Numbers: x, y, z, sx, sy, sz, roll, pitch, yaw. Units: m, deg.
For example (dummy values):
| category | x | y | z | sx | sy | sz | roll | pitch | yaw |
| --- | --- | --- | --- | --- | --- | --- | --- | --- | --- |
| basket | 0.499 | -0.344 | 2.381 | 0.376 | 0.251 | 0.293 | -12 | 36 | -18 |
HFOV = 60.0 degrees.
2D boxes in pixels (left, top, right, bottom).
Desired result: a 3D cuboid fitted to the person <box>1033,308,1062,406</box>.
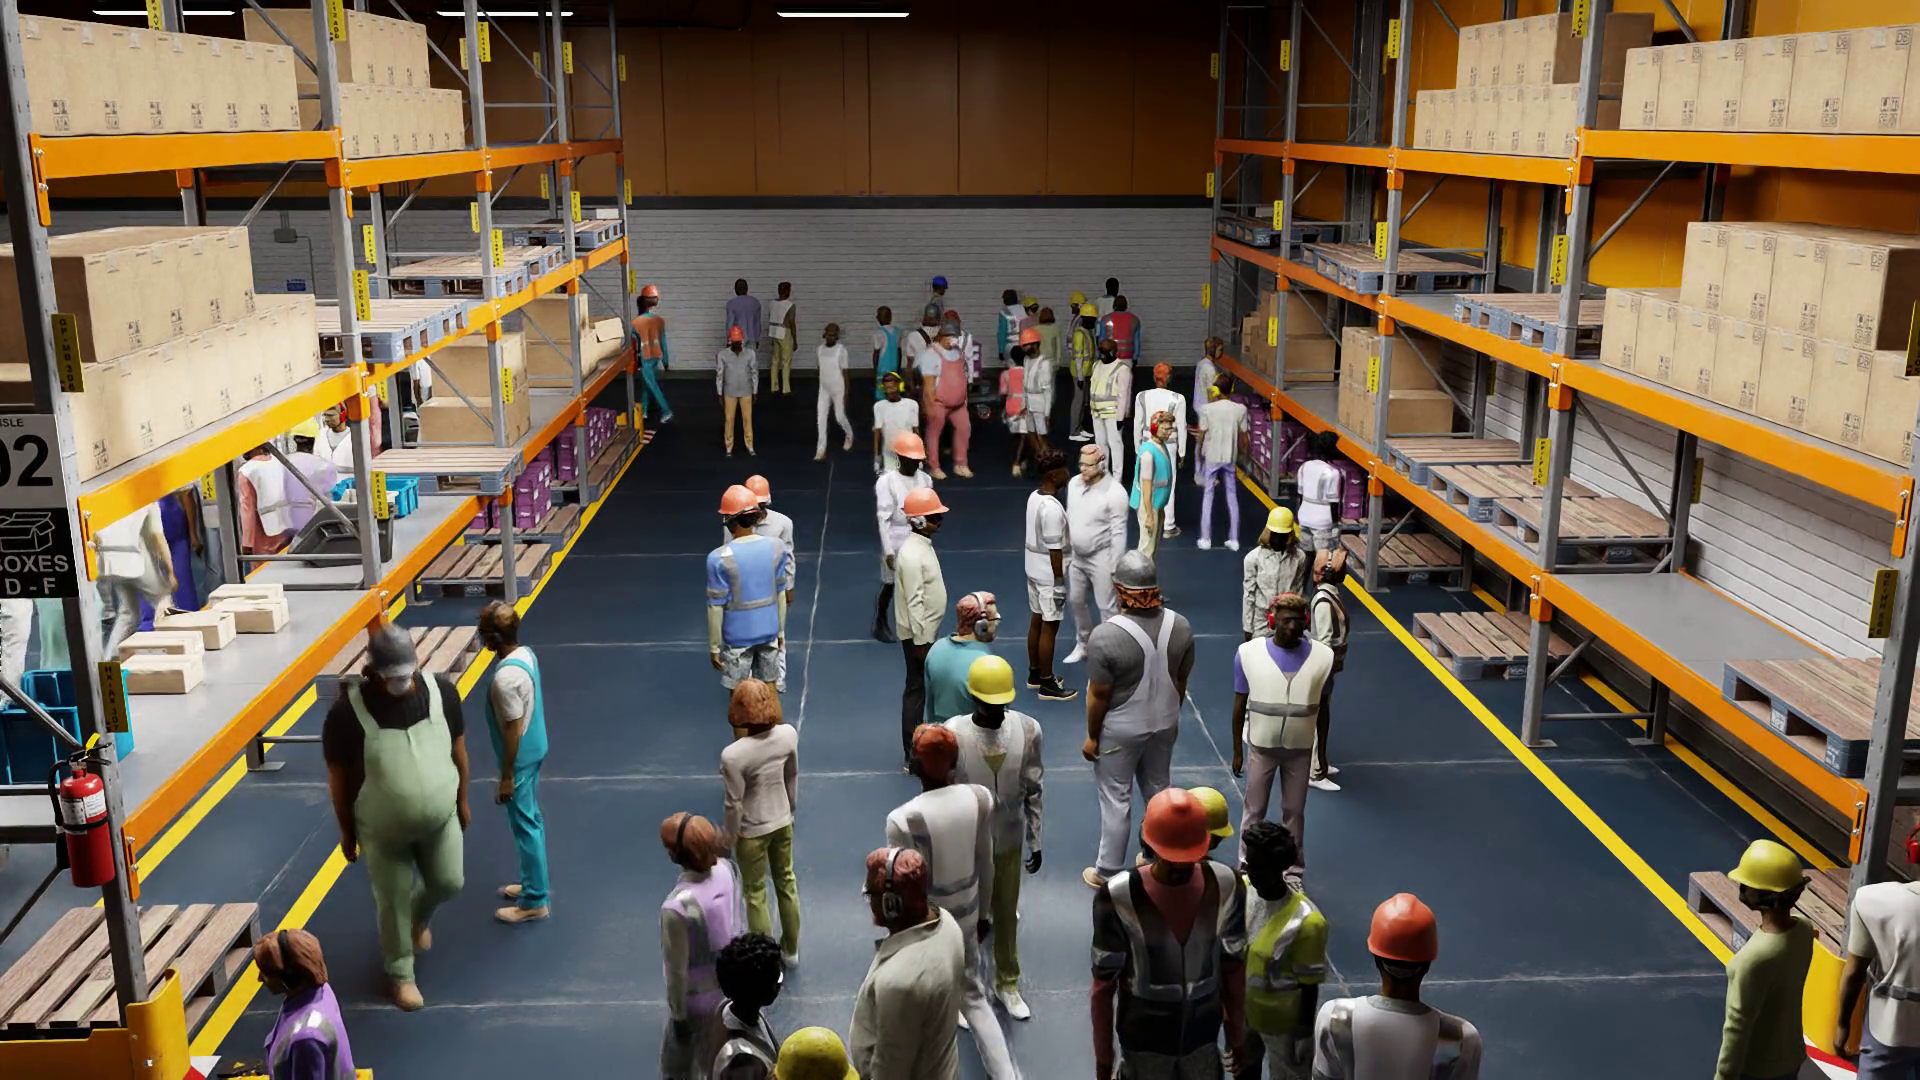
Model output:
| category | x | y | z | sx | sy | sz | roll | pitch | yaw |
| --- | --- | --- | --- | --- | --- | --- | --- | --- | --- |
| person | 1.313 | -2.772 | 25.515 | 0.498 | 1.574 | 0.910 | 1 | 14 | 4 |

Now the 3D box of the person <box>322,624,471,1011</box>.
| category | x | y | z | sx | sy | sz | roll | pitch | yaw |
| --- | --- | --- | --- | --- | --- | --- | --- | --- | --- |
| person | -2.830 | 1.347 | 8.430 | 0.696 | 2.000 | 0.656 | -10 | 17 | -34 |

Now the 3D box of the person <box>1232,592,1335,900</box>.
| category | x | y | z | sx | sy | sz | roll | pitch | yaw |
| --- | --- | --- | --- | --- | --- | --- | --- | --- | --- |
| person | 1.823 | 1.180 | 9.469 | 0.565 | 1.850 | 0.390 | 0 | 14 | -2 |

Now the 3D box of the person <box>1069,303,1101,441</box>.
| category | x | y | z | sx | sy | sz | roll | pitch | yaw |
| --- | --- | --- | --- | --- | --- | --- | --- | --- | --- |
| person | 1.744 | -2.337 | 23.148 | 0.409 | 1.918 | 0.584 | 4 | 15 | 16 |

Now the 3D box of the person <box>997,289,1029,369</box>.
| category | x | y | z | sx | sy | sz | roll | pitch | yaw |
| --- | --- | --- | --- | --- | --- | --- | --- | --- | --- |
| person | 0.866 | -2.992 | 25.954 | 0.655 | 1.808 | 0.495 | -9 | 17 | -33 |

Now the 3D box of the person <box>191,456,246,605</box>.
| category | x | y | z | sx | sy | sz | roll | pitch | yaw |
| --- | --- | --- | --- | --- | --- | --- | --- | --- | --- |
| person | -6.402 | -0.094 | 14.365 | 0.414 | 1.906 | 0.600 | 7 | 16 | 25 |

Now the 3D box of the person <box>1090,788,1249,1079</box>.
| category | x | y | z | sx | sy | sz | roll | pitch | yaw |
| --- | --- | --- | --- | --- | --- | --- | --- | --- | --- |
| person | 0.807 | 1.886 | 6.345 | 0.617 | 2.029 | 0.409 | -3 | 15 | -11 |

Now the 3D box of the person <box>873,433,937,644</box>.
| category | x | y | z | sx | sy | sz | roll | pitch | yaw |
| --- | --- | --- | --- | --- | --- | --- | --- | --- | --- |
| person | -0.463 | 0.025 | 13.937 | 0.555 | 1.894 | 0.954 | -8 | 16 | -28 |

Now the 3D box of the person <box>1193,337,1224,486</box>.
| category | x | y | z | sx | sy | sz | roll | pitch | yaw |
| --- | --- | --- | --- | --- | --- | --- | --- | --- | --- |
| person | 3.024 | -1.566 | 20.283 | 0.355 | 1.834 | 0.524 | -1 | 14 | -5 |

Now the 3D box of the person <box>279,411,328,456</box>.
| category | x | y | z | sx | sy | sz | roll | pitch | yaw |
| --- | --- | --- | --- | --- | --- | --- | --- | --- | --- |
| person | -6.935 | -0.959 | 17.747 | 0.592 | 1.911 | 0.398 | -1 | 14 | -5 |

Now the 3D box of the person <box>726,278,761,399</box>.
| category | x | y | z | sx | sy | sz | roll | pitch | yaw |
| --- | --- | --- | --- | --- | --- | --- | --- | --- | --- |
| person | -3.431 | -3.182 | 26.434 | 0.627 | 1.933 | 0.367 | -12 | 19 | -39 |

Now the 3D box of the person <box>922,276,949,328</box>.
| category | x | y | z | sx | sy | sz | roll | pitch | yaw |
| --- | --- | --- | --- | --- | --- | --- | --- | --- | --- |
| person | -0.373 | -3.322 | 27.028 | 0.476 | 1.904 | 0.683 | -4 | 15 | -15 |

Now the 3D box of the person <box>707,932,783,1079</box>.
| category | x | y | z | sx | sy | sz | roll | pitch | yaw |
| --- | --- | --- | --- | --- | --- | --- | --- | --- | --- |
| person | -0.751 | 2.177 | 5.876 | 0.320 | 1.694 | 0.536 | -2 | 14 | -8 |

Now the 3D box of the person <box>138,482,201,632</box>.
| category | x | y | z | sx | sy | sz | roll | pitch | yaw |
| --- | --- | --- | --- | --- | --- | --- | --- | --- | --- |
| person | -6.812 | -0.069 | 13.988 | 0.717 | 2.000 | 0.535 | -3 | 15 | -13 |

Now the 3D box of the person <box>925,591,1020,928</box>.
| category | x | y | z | sx | sy | sz | roll | pitch | yaw |
| --- | --- | --- | --- | --- | --- | --- | --- | --- | --- |
| person | 0.087 | 1.209 | 9.241 | 0.403 | 1.906 | 0.652 | -10 | 17 | -34 |

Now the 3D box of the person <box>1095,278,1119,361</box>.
| category | x | y | z | sx | sy | sz | roll | pitch | yaw |
| --- | --- | --- | --- | --- | --- | --- | --- | --- | --- |
| person | 2.382 | -3.247 | 26.709 | 0.375 | 1.917 | 0.592 | -11 | 18 | -36 |

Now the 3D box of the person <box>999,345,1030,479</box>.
| category | x | y | z | sx | sy | sz | roll | pitch | yaw |
| --- | --- | --- | --- | --- | --- | --- | --- | --- | --- |
| person | 0.749 | -1.616 | 20.834 | 0.530 | 1.653 | 0.906 | 5 | 15 | 20 |

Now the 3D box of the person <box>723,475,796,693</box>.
| category | x | y | z | sx | sy | sz | roll | pitch | yaw |
| --- | --- | --- | --- | --- | --- | --- | --- | --- | --- |
| person | -1.562 | 0.345 | 12.959 | 0.568 | 1.743 | 0.350 | -1 | 14 | -3 |

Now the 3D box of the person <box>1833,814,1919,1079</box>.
| category | x | y | z | sx | sy | sz | roll | pitch | yaw |
| --- | --- | --- | --- | --- | --- | --- | --- | --- | --- |
| person | 3.730 | 1.946 | 6.488 | 0.562 | 1.838 | 0.388 | 6 | 15 | 21 |

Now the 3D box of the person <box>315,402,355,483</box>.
| category | x | y | z | sx | sy | sz | roll | pitch | yaw |
| --- | --- | --- | --- | --- | --- | --- | --- | --- | --- |
| person | -5.835 | -0.435 | 15.816 | 0.570 | 1.843 | 0.372 | 4 | 15 | 17 |

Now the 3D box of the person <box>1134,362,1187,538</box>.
| category | x | y | z | sx | sy | sz | roll | pitch | yaw |
| --- | --- | --- | --- | --- | --- | --- | --- | --- | --- |
| person | 2.145 | -0.962 | 17.807 | 0.584 | 1.881 | 0.337 | 7 | 16 | 25 |

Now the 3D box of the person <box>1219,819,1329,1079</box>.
| category | x | y | z | sx | sy | sz | roll | pitch | yaw |
| --- | --- | --- | --- | --- | --- | --- | --- | --- | --- |
| person | 1.263 | 1.935 | 6.828 | 0.321 | 1.689 | 0.536 | -11 | 18 | -37 |

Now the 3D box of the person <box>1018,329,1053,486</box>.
| category | x | y | z | sx | sy | sz | roll | pitch | yaw |
| --- | --- | --- | --- | --- | --- | --- | --- | --- | --- |
| person | 0.954 | -1.621 | 20.337 | 0.486 | 1.918 | 0.665 | -6 | 16 | -24 |

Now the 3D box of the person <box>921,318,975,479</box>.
| category | x | y | z | sx | sy | sz | roll | pitch | yaw |
| --- | --- | --- | --- | --- | --- | --- | --- | --- | --- |
| person | -0.129 | -1.741 | 20.552 | 0.702 | 2.000 | 0.734 | -14 | 20 | -43 |

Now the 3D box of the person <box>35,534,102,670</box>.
| category | x | y | z | sx | sy | sz | roll | pitch | yaw |
| --- | --- | --- | --- | --- | --- | --- | --- | --- | --- |
| person | -5.628 | 0.860 | 10.596 | 0.652 | 1.919 | 0.437 | 11 | 18 | 36 |

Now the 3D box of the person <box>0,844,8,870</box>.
| category | x | y | z | sx | sy | sz | roll | pitch | yaw |
| --- | --- | --- | --- | --- | --- | --- | --- | --- | --- |
| person | -5.814 | 1.200 | 9.312 | 0.635 | 1.890 | 0.753 | 0 | 14 | 1 |

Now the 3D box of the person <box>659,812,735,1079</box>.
| category | x | y | z | sx | sy | sz | roll | pitch | yaw |
| --- | --- | --- | --- | --- | --- | --- | --- | --- | --- |
| person | -1.050 | 1.920 | 7.021 | 0.434 | 1.628 | 0.519 | 6 | 16 | 23 |

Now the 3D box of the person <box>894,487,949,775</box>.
| category | x | y | z | sx | sy | sz | roll | pitch | yaw |
| --- | --- | --- | --- | --- | --- | --- | --- | --- | --- |
| person | -0.260 | 0.617 | 11.382 | 0.375 | 1.997 | 0.612 | 0 | 14 | 2 |

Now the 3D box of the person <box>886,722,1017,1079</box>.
| category | x | y | z | sx | sy | sz | roll | pitch | yaw |
| --- | --- | --- | --- | --- | --- | --- | --- | --- | --- |
| person | -0.043 | 1.716 | 7.397 | 0.579 | 1.848 | 0.958 | -10 | 17 | -34 |

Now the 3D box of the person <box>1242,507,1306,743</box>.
| category | x | y | z | sx | sy | sz | roll | pitch | yaw |
| --- | --- | --- | --- | --- | --- | --- | --- | --- | --- |
| person | 2.255 | 0.605 | 11.943 | 0.487 | 1.741 | 0.313 | -5 | 15 | -17 |

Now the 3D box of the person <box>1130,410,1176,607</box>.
| category | x | y | z | sx | sy | sz | roll | pitch | yaw |
| --- | --- | --- | --- | --- | --- | --- | --- | --- | --- |
| person | 1.755 | -0.277 | 15.213 | 0.396 | 1.837 | 0.564 | 5 | 15 | 19 |

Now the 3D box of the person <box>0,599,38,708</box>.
| category | x | y | z | sx | sy | sz | roll | pitch | yaw |
| --- | --- | --- | --- | --- | --- | --- | --- | --- | --- |
| person | -7.171 | 0.403 | 12.498 | 0.657 | 1.857 | 0.964 | -4 | 15 | -14 |

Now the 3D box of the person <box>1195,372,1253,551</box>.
| category | x | y | z | sx | sy | sz | roll | pitch | yaw |
| --- | --- | --- | --- | --- | --- | --- | --- | --- | --- |
| person | 2.748 | -0.807 | 17.260 | 0.610 | 1.856 | 0.351 | -1 | 14 | -4 |
